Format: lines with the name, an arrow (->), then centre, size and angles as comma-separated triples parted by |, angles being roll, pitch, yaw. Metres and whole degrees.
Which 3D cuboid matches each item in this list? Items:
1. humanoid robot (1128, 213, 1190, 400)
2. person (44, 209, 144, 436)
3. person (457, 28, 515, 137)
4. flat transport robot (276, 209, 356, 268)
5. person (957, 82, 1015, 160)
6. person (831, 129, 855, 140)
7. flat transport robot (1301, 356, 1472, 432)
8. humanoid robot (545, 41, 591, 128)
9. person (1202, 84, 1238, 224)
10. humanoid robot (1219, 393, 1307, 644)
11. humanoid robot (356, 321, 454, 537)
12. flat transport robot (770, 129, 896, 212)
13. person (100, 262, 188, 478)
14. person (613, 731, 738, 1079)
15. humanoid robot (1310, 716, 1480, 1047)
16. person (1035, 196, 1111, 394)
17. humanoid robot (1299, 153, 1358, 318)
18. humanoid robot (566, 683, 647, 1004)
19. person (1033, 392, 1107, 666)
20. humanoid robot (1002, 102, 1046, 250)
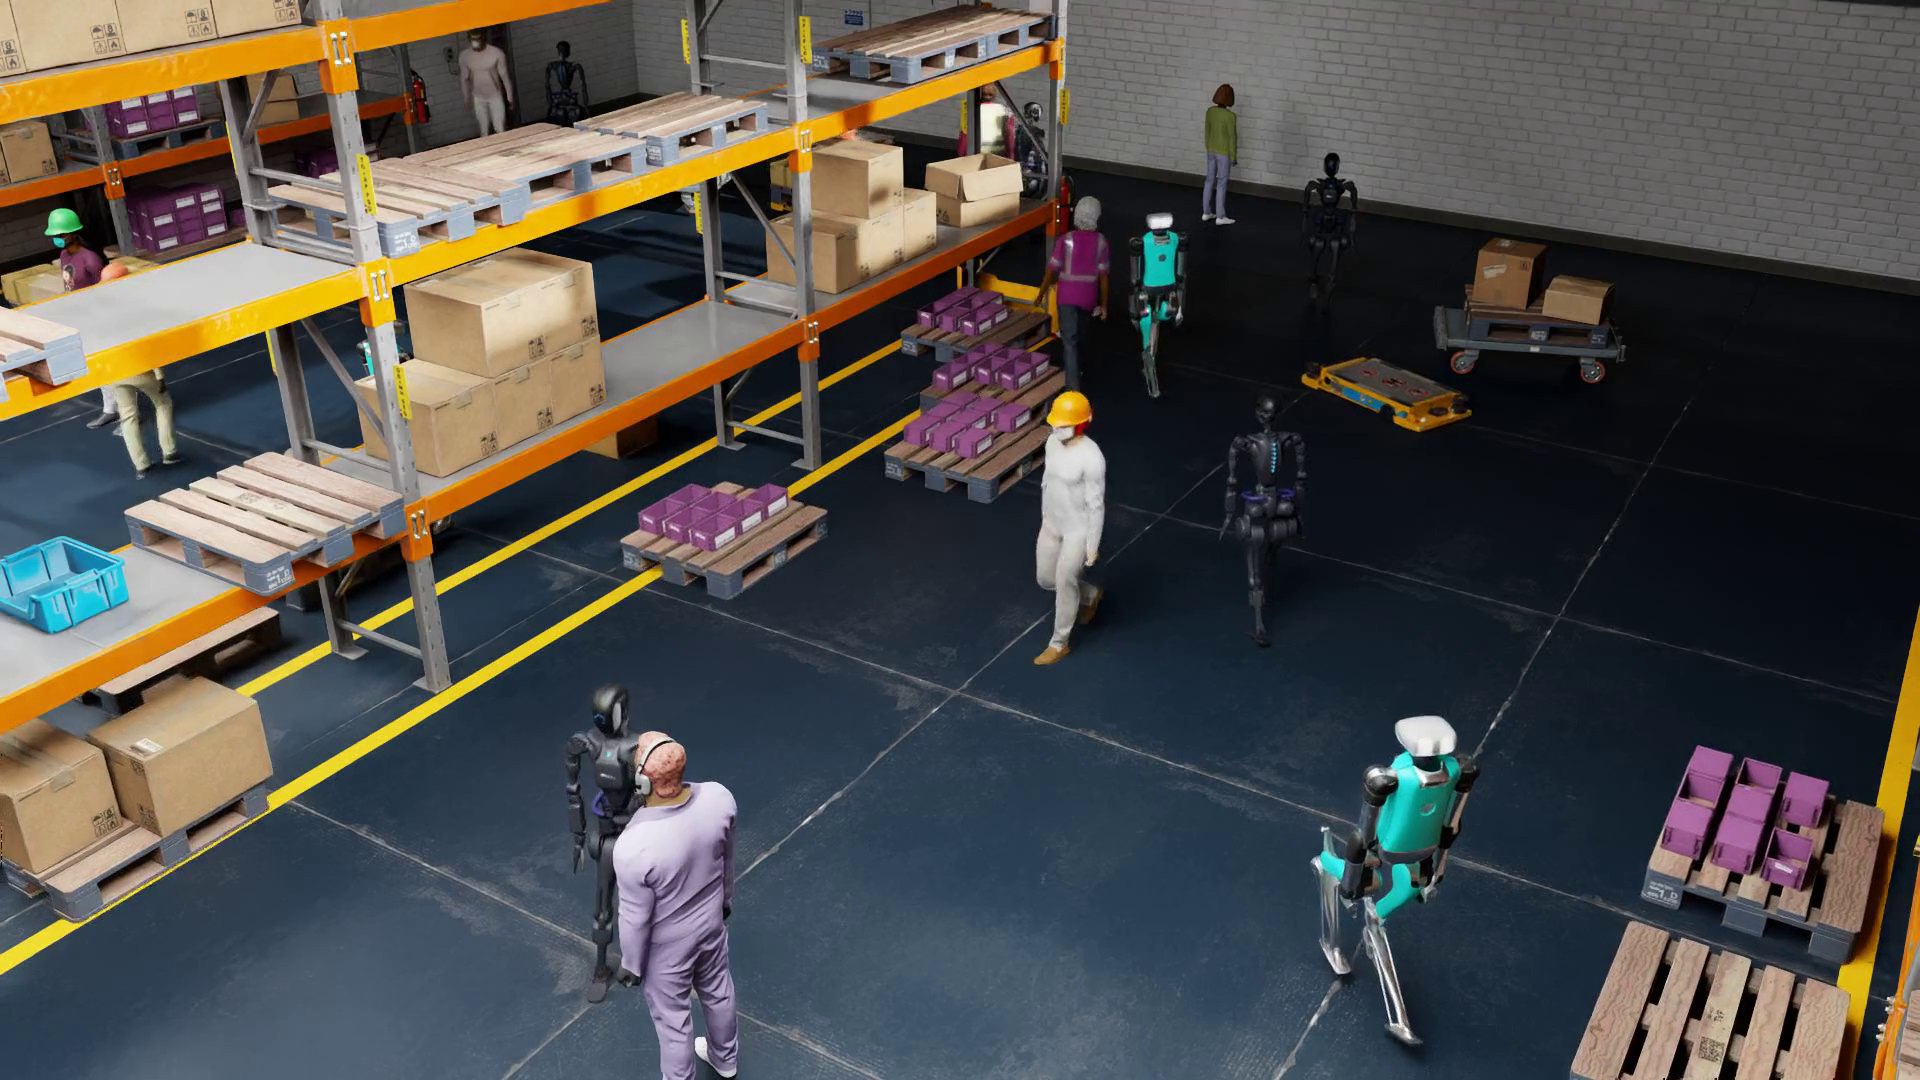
humanoid robot -> 1.695, -2.098, 14.708 | 0.554, 1.733, 1.025 | -4, 27, -8
person -> -7.269, -1.837, 13.962 | 0.498, 1.948, 0.431 | 15, 31, 27
person -> -6.157, -5.742, 21.694 | 0.685, 1.917, 0.456 | -2, 27, -4
flat transport robot -> -6.895, -2.678, 17.475 | 1.431, 0.231, 0.659 | -16, 31, -29
person -> 0.266, -4.351, 19.103 | 0.647, 1.771, 1.032 | -12, 29, -23
person -> -1.187, -3.676, 17.843 | 0.554, 1.707, 0.624 | -19, 32, -32
flat transport robot -> 3.788, -1.326, 14.810 | 0.659, 0.231, 1.431 | -17, 31, -30
humanoid robot -> -5.216, -5.759, 22.022 | 0.609, 1.637, 0.683 | 3, 27, 5
person -> 3.084, -4.564, 19.680 | 0.287, 1.633, 0.496 | -18, 32, -31
humanoid robot -> 2.024, -0.166, 11.012 | 0.588, 1.622, 0.751 | -5, 27, -9
humanoid robot -> -3.898, -0.866, 12.134 | 0.533, 1.678, 0.735 | 19, 32, 32
flat transport robot -> -1.560, -4.053, 20.185 | 1.431, 0.231, 0.659 | 20, 33, 34
person -> -6.584, -1.368, 13.271 | 0.578, 1.731, 0.547 | -1, 27, -3
person -> -1.228, 1.650, 7.139 | 0.410, 1.909, 0.638 | 19, 32, 32
humanoid robot -> 1.928, 1.461, 7.720 | 0.538, 1.739, 1.027 | -7, 28, -14
person -> 1.018, -2.126, 14.693 | 0.624, 1.779, 0.933 | -5, 27, -9
humanoid robot -> 3.737, -3.112, 16.788 | 0.594, 1.640, 0.565 | 6, 27, 11
humanoid robot -> -1.556, 1.411, 7.897 | 0.607, 1.643, 0.599 | 5, 27, 10
person -> 0.741, -0.101, 10.623 | 0.595, 1.876, 0.556 | -20, 33, -34
humanoid robot -> 0.768, -4.116, 18.785 | 0.748, 1.620, 0.584 | -18, 32, -32
